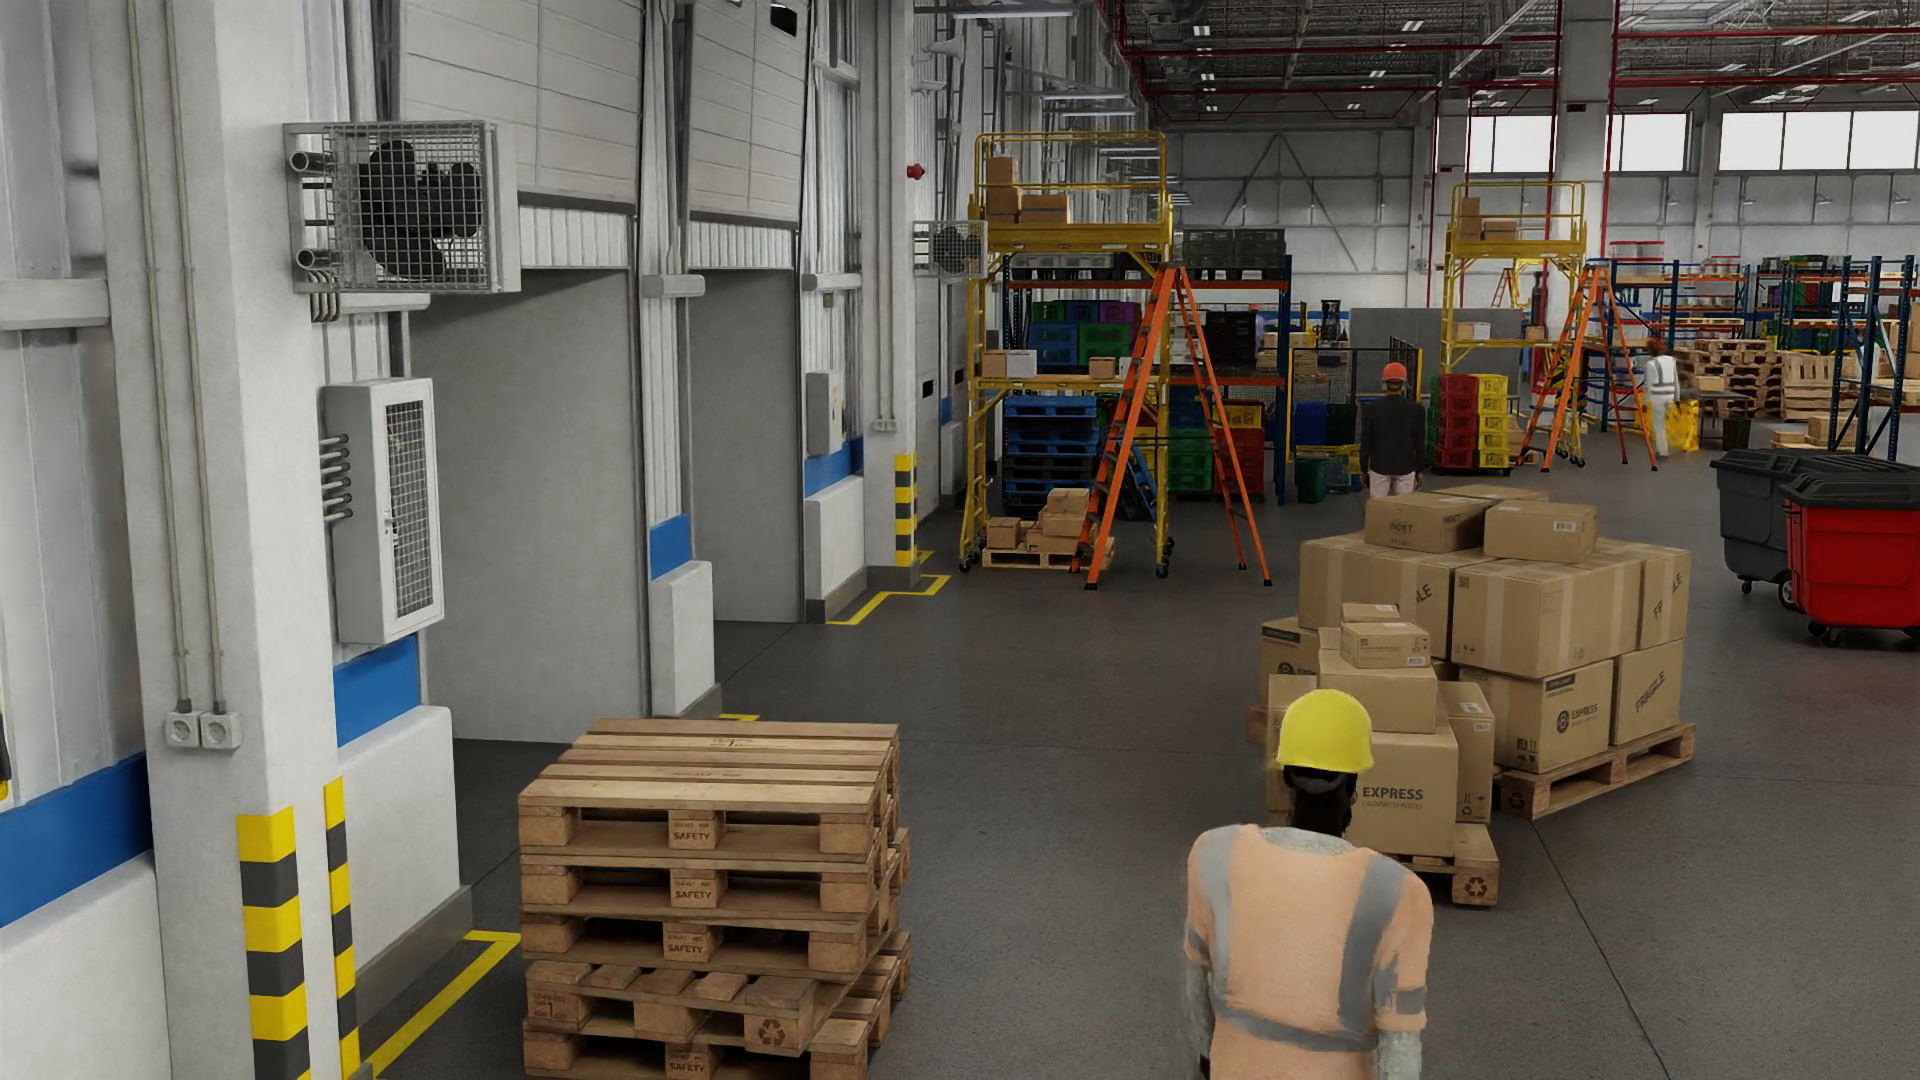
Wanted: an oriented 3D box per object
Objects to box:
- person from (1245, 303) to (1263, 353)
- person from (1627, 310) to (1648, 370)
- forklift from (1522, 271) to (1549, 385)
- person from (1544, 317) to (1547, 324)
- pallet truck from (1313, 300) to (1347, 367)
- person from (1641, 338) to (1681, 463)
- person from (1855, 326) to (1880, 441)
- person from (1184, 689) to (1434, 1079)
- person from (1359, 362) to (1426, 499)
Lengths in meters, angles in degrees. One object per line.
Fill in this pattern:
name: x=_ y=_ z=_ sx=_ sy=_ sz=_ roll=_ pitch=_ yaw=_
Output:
person: x=8.547 y=-5.911 z=48.192 sx=0.542 sy=1.919 sz=0.805 roll=6 pitch=11 yaw=34
person: x=17.729 y=-5.189 z=43.673 sx=0.631 sy=1.936 sz=0.362 roll=-1 pitch=9 yaw=-3
forklift: x=14.634 y=-5.248 z=41.133 sx=1.129 sy=2.768 sz=1.873 roll=2 pitch=9 yaw=11
person: x=15.958 y=-5.314 z=45.419 sx=0.523 sy=1.611 sz=0.622 roll=0 pitch=9 yaw=2
pallet truck: x=11.159 y=-6.200 z=49.718 sx=0.823 sy=1.965 sz=1.885 roll=4 pitch=10 yaw=26
person: x=10.377 y=-2.081 z=24.768 sx=0.636 sy=1.853 sz=0.633 roll=-5 pitch=10 yaw=-27
person: x=15.064 y=-2.600 z=27.696 sx=0.368 sy=1.940 sz=0.632 roll=9 pitch=13 yaw=43
person: x=0.831 y=1.273 z=3.988 sx=0.599 sy=1.881 sz=0.957 roll=4 pitch=10 yaw=25
person: x=4.045 y=-0.664 z=15.584 sx=0.612 sy=1.995 sz=0.382 roll=1 pitch=9 yaw=7
